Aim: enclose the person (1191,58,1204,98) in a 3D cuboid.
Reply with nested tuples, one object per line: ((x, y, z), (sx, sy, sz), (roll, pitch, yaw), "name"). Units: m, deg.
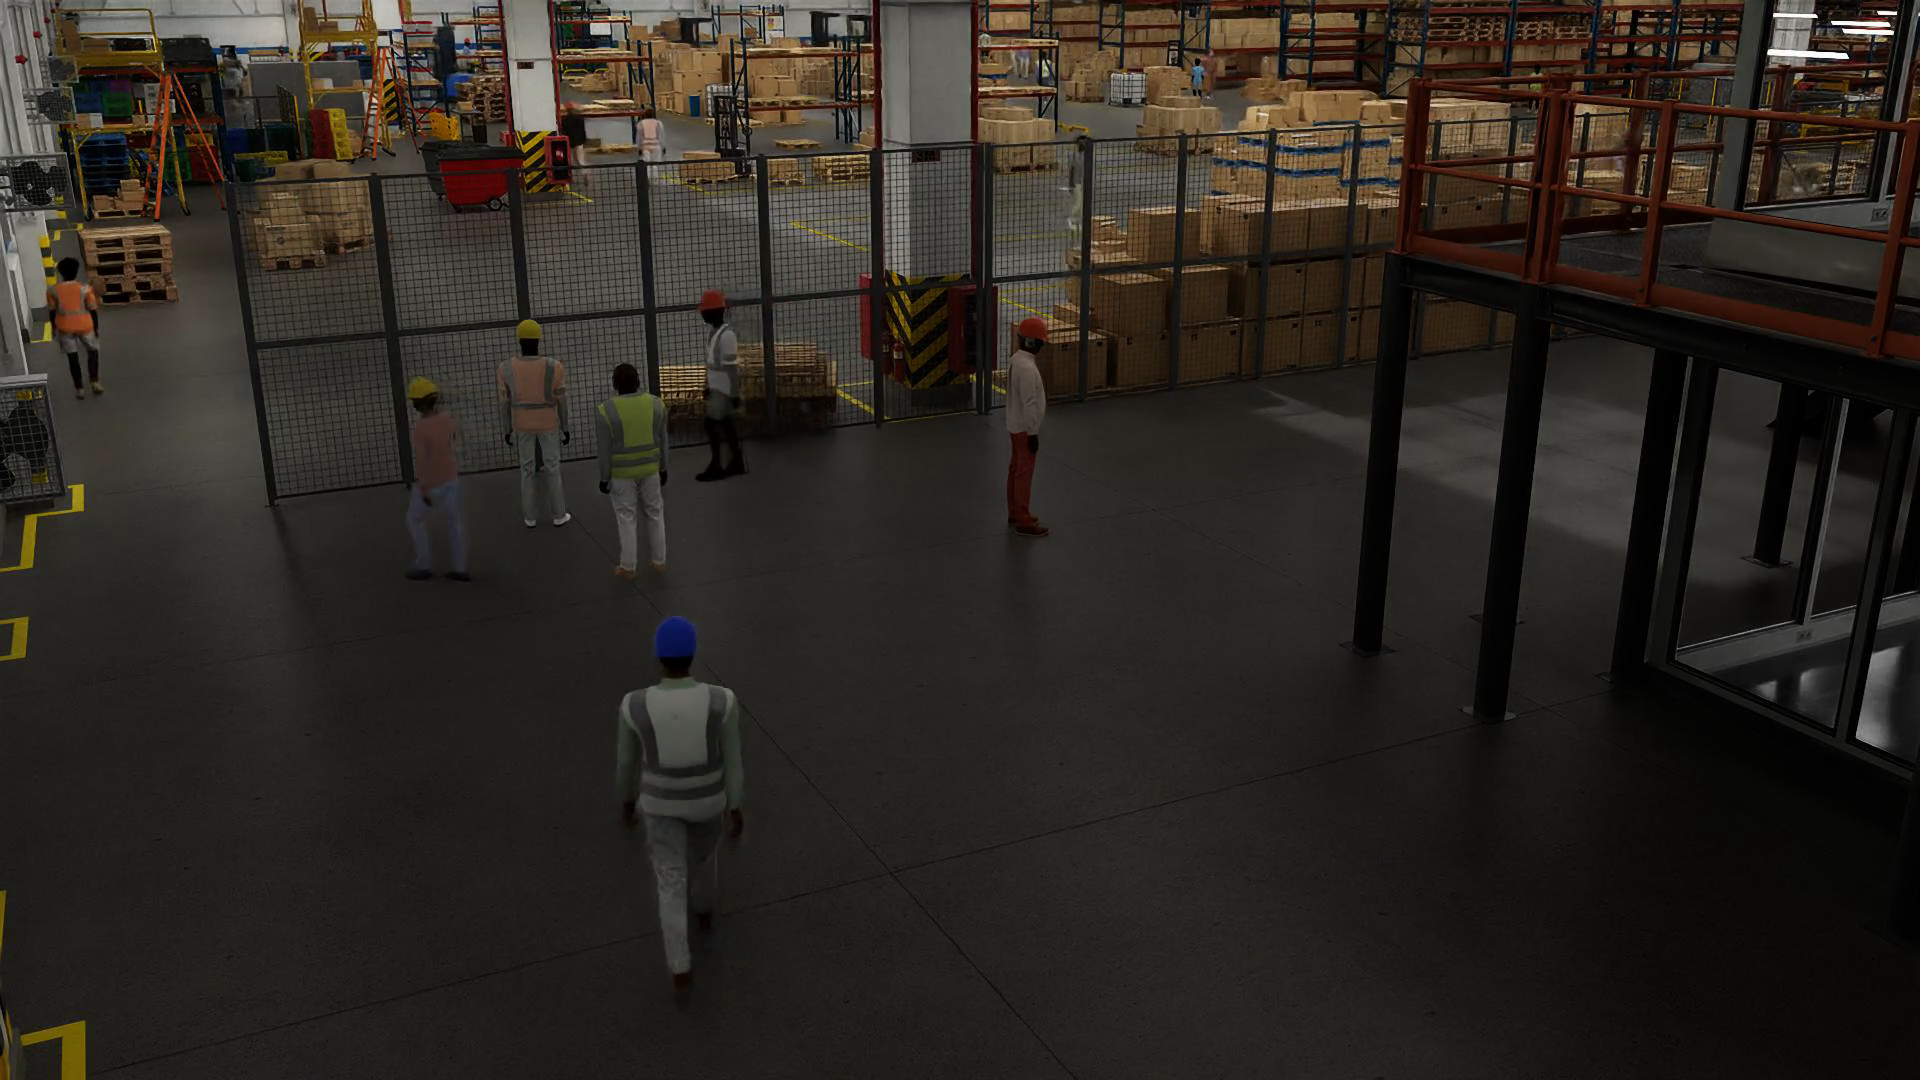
((8.794, -17.001, 61.736), (0.540, 1.697, 0.317), (-10, 21, -26), "person")

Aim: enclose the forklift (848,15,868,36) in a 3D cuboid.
((-4.676, -22.739, 76.587), (1.129, 2.768, 1.873), (-3, 19, -8), "forklift")

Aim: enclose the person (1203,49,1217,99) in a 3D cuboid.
((9.789, -18.184, 64.868), (0.679, 1.890, 0.462), (-10, 21, -26), "person")

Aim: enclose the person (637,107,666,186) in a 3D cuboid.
((-7.171, -9.147, 38.776), (0.628, 1.828, 0.448), (-1, 19, -4), "person")

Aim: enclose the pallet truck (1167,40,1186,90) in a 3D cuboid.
((9.045, -19.971, 69.895), (0.823, 1.965, 1.885), (-3, 19, -8), "pallet truck")

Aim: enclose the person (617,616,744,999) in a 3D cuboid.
((-1.408, 1.297, 8.400), (0.625, 1.901, 0.990), (-3, 19, -9), "person")

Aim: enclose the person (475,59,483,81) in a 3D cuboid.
((-17.614, -16.828, 61.224), (0.352, 1.707, 0.591), (1, 19, 3), "person")

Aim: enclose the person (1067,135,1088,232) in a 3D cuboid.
((2.348, -6.890, 32.186), (0.556, 1.856, 0.405), (-17, 25, -40), "person")

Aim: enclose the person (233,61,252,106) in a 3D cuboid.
((-26.537, -16.869, 61.484), (0.763, 1.607, 0.552), (5, 20, 15), "person")

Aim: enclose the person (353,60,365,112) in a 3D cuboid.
((-21.229, -15.938, 58.453), (0.539, 1.834, 0.535), (7, 20, 18), "person")

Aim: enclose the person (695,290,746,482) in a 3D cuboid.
((-2.470, -1.523, 16.553), (0.718, 1.907, 0.572), (-8, 21, -23), "person")

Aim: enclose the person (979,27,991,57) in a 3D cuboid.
((1.276, -24.984, 84.430), (0.608, 1.996, 0.379), (8, 21, 22), "person")

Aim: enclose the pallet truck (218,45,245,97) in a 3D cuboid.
((-28.879, -18.665, 66.111), (0.823, 1.965, 1.885), (-3, 19, -9), "pallet truck")

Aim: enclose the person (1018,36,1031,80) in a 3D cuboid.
((2.935, -21.987, 75.846), (0.642, 1.927, 0.643), (-5, 20, -15), "person")

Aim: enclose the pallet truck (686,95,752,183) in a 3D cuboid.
((-5.836, -9.608, 39.856), (0.823, 1.965, 1.885), (10, 22, 27), "pallet truck")

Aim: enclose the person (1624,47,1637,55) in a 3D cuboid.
((30.637, -21.990, 76.132), (0.555, 1.742, 0.632), (-1, 19, -4), "person")

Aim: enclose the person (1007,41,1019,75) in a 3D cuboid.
((2.536, -22.936, 79.069), (0.579, 1.619, 0.521), (-6, 20, -16), "person")

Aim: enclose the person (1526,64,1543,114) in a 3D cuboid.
((20.095, -15.734, 58.075), (0.532, 1.692, 0.320), (14, 23, 35), "person")

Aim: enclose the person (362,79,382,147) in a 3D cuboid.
((-16.827, -12.241, 47.655), (0.355, 1.887, 0.573), (6, 20, 18), "person")

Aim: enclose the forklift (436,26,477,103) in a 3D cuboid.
((-19.085, -17.782, 62.216), (1.873, 2.768, 1.129), (1, 19, 3), "forklift")

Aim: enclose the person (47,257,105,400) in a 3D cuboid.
((-10.524, -2.520, 19.789), (0.592, 1.681, 0.461), (-6, 20, -17), "person")

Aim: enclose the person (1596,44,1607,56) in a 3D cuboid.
((29.639, -22.378, 77.137), (0.601, 1.822, 0.497), (-1, 19, -2), "person")

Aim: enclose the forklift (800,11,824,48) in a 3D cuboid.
((-7.111, -24.817, 82.611), (1.873, 2.768, 1.129), (-9, 21, -25), "forklift")

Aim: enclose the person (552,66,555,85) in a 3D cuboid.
((-14.552, -16.087, 58.744), (0.660, 1.922, 0.546), (-10, 22, -27), "person")

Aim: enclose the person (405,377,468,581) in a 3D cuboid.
((-4.427, -0.501, 13.842), (0.671, 1.745, 0.532), (10, 21, 26), "person")

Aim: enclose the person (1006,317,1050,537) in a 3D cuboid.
((0.605, -1.024, 14.981), (0.389, 1.990, 0.610), (-3, 19, -10), "person")

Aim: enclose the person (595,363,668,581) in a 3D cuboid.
((-2.734, -0.571, 13.900), (0.625, 1.840, 0.430), (-12, 22, -31), "person")

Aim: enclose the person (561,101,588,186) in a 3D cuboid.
((-9.046, -9.309, 39.059), (0.620, 1.961, 0.954), (-9, 21, -25), "person")

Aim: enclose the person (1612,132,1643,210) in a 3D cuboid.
((12.733, -6.730, 31.484), (0.906, 2.008, 0.633), (3, 19, 10), "person")

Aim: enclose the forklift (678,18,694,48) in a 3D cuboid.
((-11.816, -21.177, 72.058), (1.873, 2.768, 1.129), (-9, 21, -25), "forklift")

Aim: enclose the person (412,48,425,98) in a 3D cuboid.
((-21.209, -18.408, 65.453), (0.627, 1.941, 0.371), (-11, 22, -29), "person")

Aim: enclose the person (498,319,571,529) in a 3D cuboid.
((-3.864, -1.055, 15.171), (0.595, 1.923, 0.381), (-2, 19, -7), "person")

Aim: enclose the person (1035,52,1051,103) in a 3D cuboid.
((3.149, -17.546, 63.074), (0.611, 1.864, 1.022), (0, 19, -1), "person")

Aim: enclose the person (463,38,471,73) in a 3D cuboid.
((-21.746, -21.195, 73.557), (0.374, 1.932, 0.544), (-4, 19, -10), "person")
